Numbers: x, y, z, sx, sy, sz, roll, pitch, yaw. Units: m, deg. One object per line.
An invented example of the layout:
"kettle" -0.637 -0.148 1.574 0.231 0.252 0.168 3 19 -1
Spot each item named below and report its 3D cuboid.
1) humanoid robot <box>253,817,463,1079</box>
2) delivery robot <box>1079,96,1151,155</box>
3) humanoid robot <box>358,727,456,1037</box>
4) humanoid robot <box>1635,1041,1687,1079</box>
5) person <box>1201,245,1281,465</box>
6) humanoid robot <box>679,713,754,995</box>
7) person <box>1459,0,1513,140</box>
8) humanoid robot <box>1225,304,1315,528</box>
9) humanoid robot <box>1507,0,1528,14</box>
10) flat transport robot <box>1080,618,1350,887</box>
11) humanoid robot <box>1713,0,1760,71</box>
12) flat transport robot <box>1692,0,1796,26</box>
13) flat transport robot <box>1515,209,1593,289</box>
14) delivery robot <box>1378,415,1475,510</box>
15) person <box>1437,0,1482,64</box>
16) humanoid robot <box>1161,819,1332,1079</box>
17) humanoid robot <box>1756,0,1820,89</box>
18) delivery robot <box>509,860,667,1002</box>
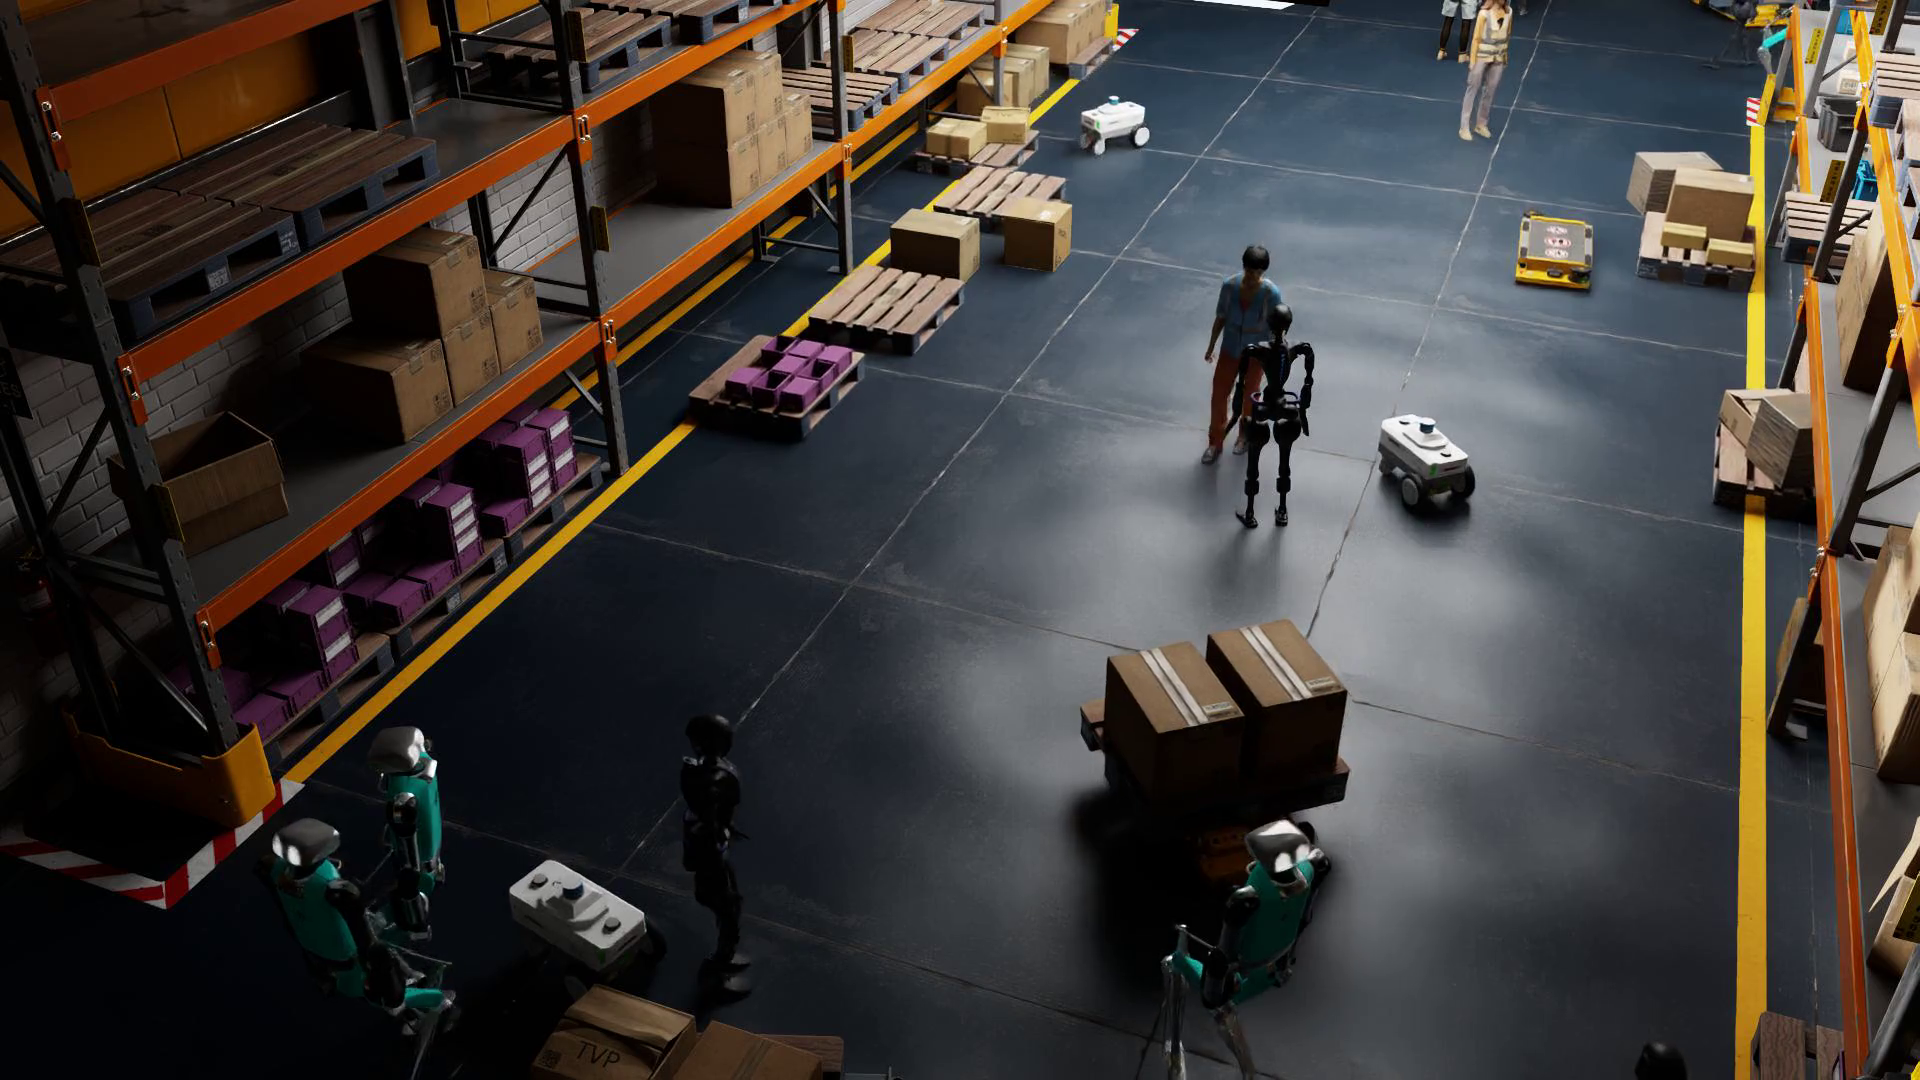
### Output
"humanoid robot" -2.540 1.841 7.460 0.549 1.874 0.828 16 36 23
"delivery robot" 1.710 -4.634 18.491 0.773 0.586 0.499 -20 38 -28
"humanoid robot" -2.667 1.607 7.699 0.693 1.739 0.530 -4 33 -5
"humanoid robot" 2.498 2.554 6.341 0.611 1.653 0.356 -3 33 -4
"person" 2.077 -1.368 12.354 0.583 1.739 0.681 16 36 23
"humanoid robot" -1.161 1.509 7.963 0.319 1.653 0.587 -4 33 -6
"person" 5.872 -5.333 18.457 0.488 1.778 0.321 -10 34 -15
"humanoid robot" 2.168 -0.869 11.626 0.599 1.657 0.315 -2 33 -4
"humanoid robot" 7.606 -7.850 22.439 0.532 1.788 1.018 19 38 27
"flat transport robot" 1.412 1.369 9.473 0.659 0.231 1.431 -10 34 -15
"humanoid robot" 9.758 -6.693 20.668 0.468 1.662 0.593 3 33 5
"flat transport robot" 10.798 -7.419 23.073 0.659 0.231 1.431 -5 33 -8
"flat transport robot" 5.682 -2.780 15.893 0.659 0.231 1.431 10 34 15
"delivery robot" 3.425 -0.614 12.270 0.521 0.586 0.747 -12 35 -18
"person" 6.319 -6.852 20.887 0.535 1.691 0.319 20 38 28
"humanoid robot" 1.158 1.829 7.427 0.531 1.785 0.863 -20 38 -28
"humanoid robot" 9.911 -6.259 19.881 0.736 1.727 0.532 17 37 25
"delivery robot" -1.883 1.942 8.328 0.771 0.600 0.504 21 38 29
